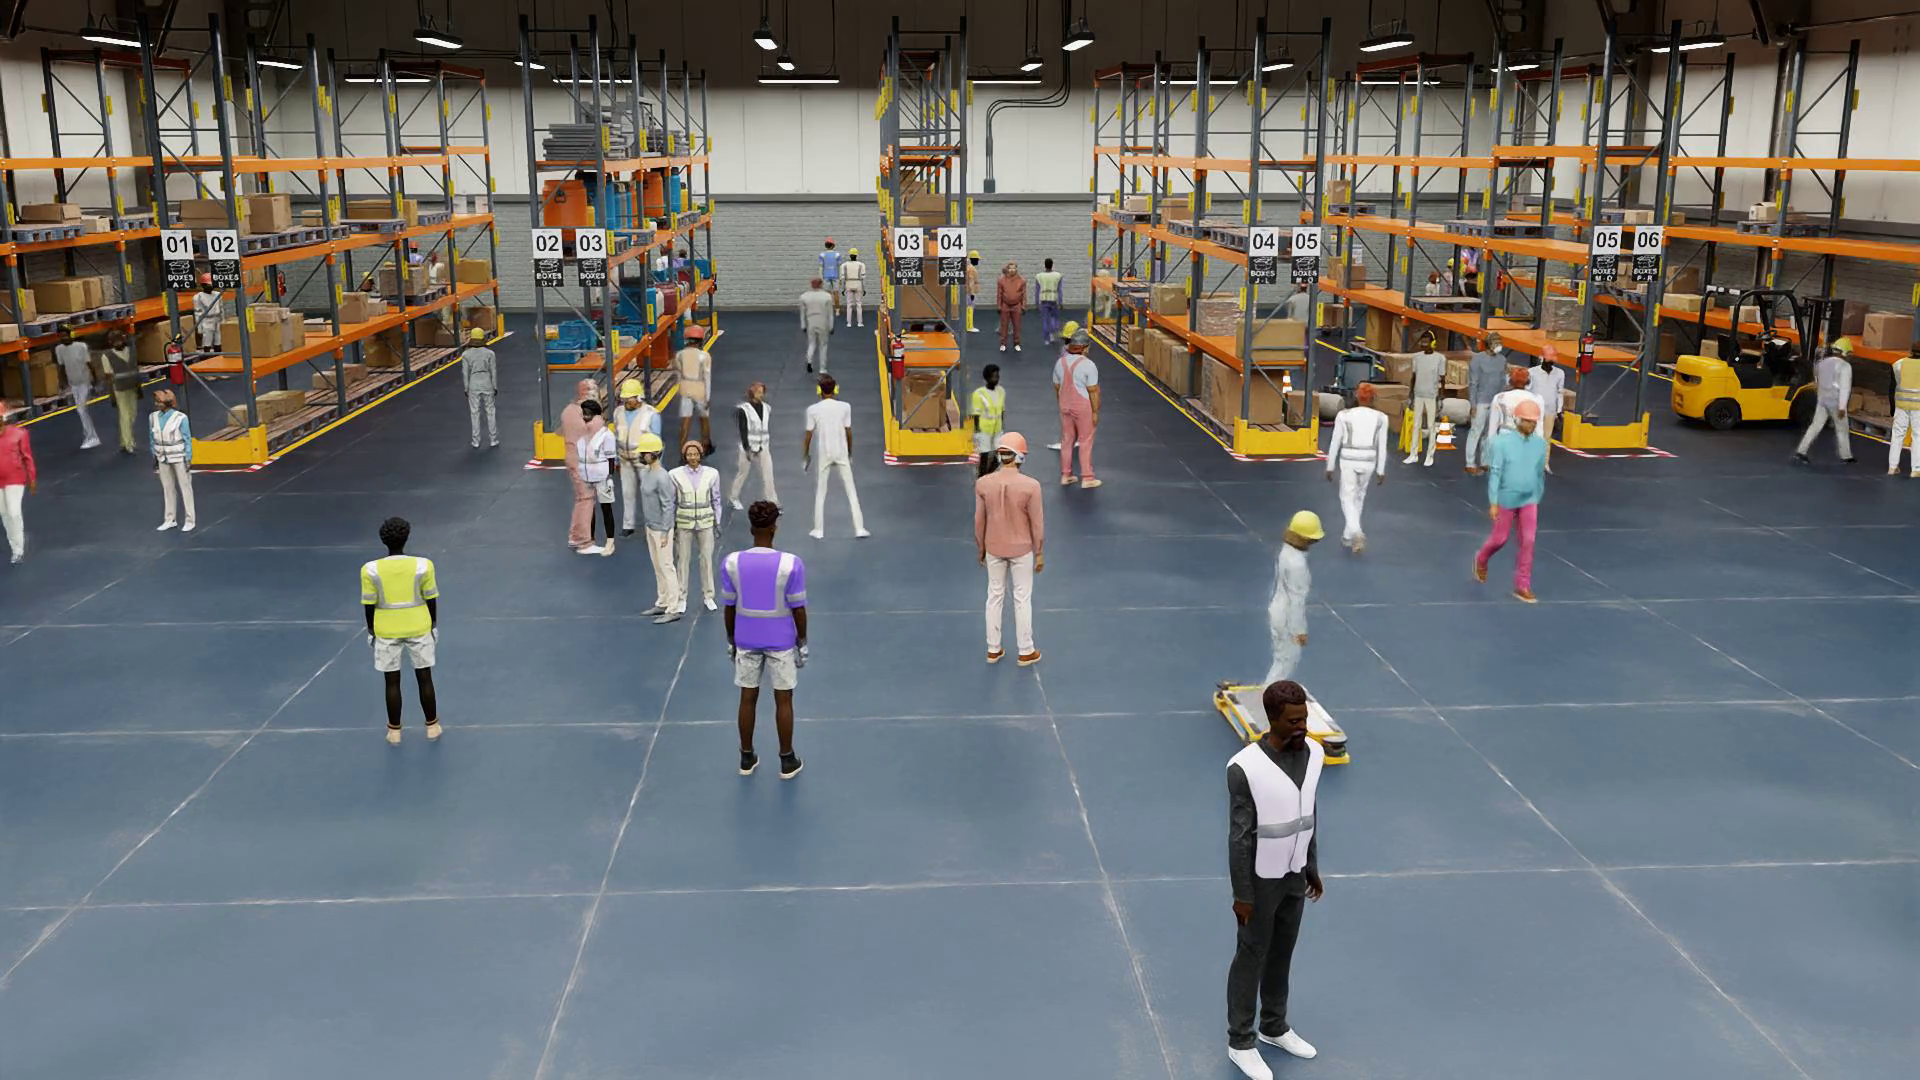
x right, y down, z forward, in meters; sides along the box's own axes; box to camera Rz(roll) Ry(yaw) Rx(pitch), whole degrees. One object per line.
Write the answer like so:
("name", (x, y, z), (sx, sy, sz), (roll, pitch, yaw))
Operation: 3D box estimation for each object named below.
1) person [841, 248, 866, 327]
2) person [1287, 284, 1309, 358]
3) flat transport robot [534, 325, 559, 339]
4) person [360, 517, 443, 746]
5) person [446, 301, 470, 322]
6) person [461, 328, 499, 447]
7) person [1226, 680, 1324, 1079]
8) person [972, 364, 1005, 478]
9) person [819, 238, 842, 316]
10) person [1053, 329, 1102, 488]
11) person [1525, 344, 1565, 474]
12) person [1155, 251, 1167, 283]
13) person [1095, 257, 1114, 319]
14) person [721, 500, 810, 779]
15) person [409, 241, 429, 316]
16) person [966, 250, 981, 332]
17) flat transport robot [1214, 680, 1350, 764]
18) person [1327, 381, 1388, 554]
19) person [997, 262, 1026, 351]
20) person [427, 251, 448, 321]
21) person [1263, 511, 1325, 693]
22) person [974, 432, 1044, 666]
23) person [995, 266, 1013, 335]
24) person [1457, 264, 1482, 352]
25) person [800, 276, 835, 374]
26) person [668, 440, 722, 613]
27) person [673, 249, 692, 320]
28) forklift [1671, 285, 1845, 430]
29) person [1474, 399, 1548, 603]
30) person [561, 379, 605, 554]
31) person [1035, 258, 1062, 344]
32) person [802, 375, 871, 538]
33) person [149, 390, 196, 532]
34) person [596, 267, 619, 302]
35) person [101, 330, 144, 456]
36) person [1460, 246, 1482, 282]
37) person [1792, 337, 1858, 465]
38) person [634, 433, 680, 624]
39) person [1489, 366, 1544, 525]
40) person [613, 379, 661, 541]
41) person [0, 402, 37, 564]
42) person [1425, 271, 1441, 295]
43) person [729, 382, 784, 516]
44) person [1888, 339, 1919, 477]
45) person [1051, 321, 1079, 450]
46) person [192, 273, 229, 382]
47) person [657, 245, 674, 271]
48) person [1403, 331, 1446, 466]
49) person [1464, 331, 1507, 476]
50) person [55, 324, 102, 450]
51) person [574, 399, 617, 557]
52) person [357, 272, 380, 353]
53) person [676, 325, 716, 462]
("person", (-2.594, -6.151, 40.568), (0.594, 1.924, 0.382), (0, 13, -1))
("person", (6.910, -4.416, 33.662), (0.571, 1.724, 0.692), (4, 14, 16))
("flat transport robot", (-9.492, -4.830, 38.519), (0.652, 0.197, 1.431), (-4, 14, -16))
("person", (-4.079, 0.669, 12.167), (0.536, 1.696, 0.322), (-4, 14, -18))
("person", (-11.928, -5.760, 39.611), (0.838, 1.588, 0.625), (-7, 15, -26))
("person", (-7.035, -2.243, 24.407), (0.493, 1.743, 0.295), (-4, 14, -18))
("person", (1.481, 1.574, 7.860), (0.593, 1.919, 0.392), (-11, 17, -39))
("person", (0.366, -1.372, 20.832), (0.543, 1.683, 0.358), (-10, 17, -36))
("person", (-3.358, -6.813, 43.149), (0.605, 2.033, 0.392), (-2, 13, -7))
("person", (1.563, -1.706, 21.493), (0.684, 2.000, 0.538), (12, 18, 42))
("person", (7.814, -1.749, 22.290), (0.563, 1.752, 0.330), (-1, 13, -3))
("person", (5.278, -6.850, 44.158), (0.507, 1.631, 0.275), (10, 17, 36))
("person", (3.488, -6.041, 40.555), (0.596, 1.714, 0.587), (-1, 13, -5))
("person", (-1.341, 0.687, 11.535), (0.608, 1.958, 0.364), (3, 14, 11))
("person", (-14.189, -6.818, 43.370), (0.542, 1.939, 0.362), (2, 13, 10))
("person", (0.300, -5.927, 39.618), (0.388, 1.927, 0.589), (0, 13, -1))
("flat transport robot", (2.371, 1.341, 12.380), (0.652, 0.197, 1.431), (-1, 13, -4))
("person", (4.307, -0.785, 18.000), (0.603, 1.853, 0.838), (0, 13, 1))
("person", (1.113, -5.019, 35.814), (0.639, 1.910, 0.407), (-1, 13, -3))
("person", (-12.967, -6.187, 40.974), (0.728, 1.814, 0.563), (-13, 18, -43))
("person", (2.473, 0.591, 12.476), (0.457, 1.698, 0.527), (1, 13, 6))
("person", (0.427, 0.077, 14.058), (0.611, 1.985, 0.393), (5, 14, 21))
("person", (1.093, -5.628, 39.068), (0.517, 1.575, 0.849), (-8, 15, -29))
("person", (10.303, -4.570, 33.672), (0.624, 2.025, 0.785), (-1, 13, -3))
("person", (-2.743, -4.148, 32.176), (0.649, 1.891, 0.443), (3, 14, 12))
("person", (-2.501, -0.133, 15.686), (0.513, 1.641, 0.309), (-4, 14, -16))
("person", (-6.926, -6.386, 41.803), (0.709, 1.814, 0.439), (6, 14, 23))
("forklift", (12.503, -2.886, 26.166), (2.313, 2.155, 1.214), (-1, 13, -3))
("person", (5.381, -0.418, 16.198), (0.622, 1.969, 0.822), (-2, 13, -8))
("person", (-4.046, -0.788, 17.964), (0.660, 1.884, 0.447), (12, 18, 40))
("person", (1.979, -5.359, 37.260), (0.621, 1.900, 0.660), (0, 13, 2))
("person", (-1.382, -0.904, 18.536), (0.773, 1.842, 0.536), (-1, 13, -3))
("person", (-8.980, -0.906, 18.975), (0.515, 1.636, 0.314), (3, 14, 14))
("person", (-8.125, -5.683, 38.652), (0.643, 1.914, 1.122), (-1, 13, -2))
("person", (-11.950, -2.105, 23.707), (0.531, 1.807, 0.651), (4, 14, 18))
("person", (13.441, -6.987, 43.858), (0.605, 2.045, 0.378), (-1, 13, -3))
("person", (11.979, -1.903, 22.908), (0.951, 1.779, 0.597), (-4, 14, -15))
("person", (-2.801, -0.108, 15.313), (0.329, 1.767, 0.529), (-7, 15, -27))
("person", (6.444, -1.094, 19.273), (0.615, 1.862, 0.678), (6, 14, 22))
("person", (-3.607, -0.893, 18.524), (0.599, 1.822, 0.403), (4, 14, 17))
("person", (-10.091, -0.605, 17.483), (0.589, 1.723, 0.746), (-2, 13, -8))
("person", (10.490, -5.146, 36.943), (0.273, 1.631, 0.507), (13, 18, 43))
("person", (-2.482, -1.109, 19.917), (0.508, 1.598, 0.855), (-13, 18, -43))
("person", (12.699, -1.759, 22.146), (0.429, 1.844, 0.625), (-11, 17, -38))
("person", (1.583, -2.230, 24.103), (0.447, 1.900, 0.619), (-3, 14, -13))
("person", (-14.016, -3.978, 31.156), (0.427, 2.035, 0.601), (7, 15, 27))
("person", (-7.521, -6.577, 42.468), (0.352, 1.883, 0.579), (9, 16, 35))
("person", (6.424, -1.953, 22.921), (0.513, 1.865, 0.329), (11, 17, 38))
("person", (7.041, -1.821, 22.232), (0.629, 1.935, 0.376), (-7, 15, -27))
("person", (-12.816, -2.222, 24.122), (0.546, 1.829, 0.666), (2, 13, 9))
("person", (-3.917, -0.666, 17.826), (0.535, 1.697, 0.318), (5, 14, 22))
("person", (-12.536, -4.826, 35.349), (0.485, 1.744, 0.308), (-9, 16, -34))
("person", (-3.728, -2.060, 23.333), (0.558, 1.895, 0.984), (3, 14, 11))
